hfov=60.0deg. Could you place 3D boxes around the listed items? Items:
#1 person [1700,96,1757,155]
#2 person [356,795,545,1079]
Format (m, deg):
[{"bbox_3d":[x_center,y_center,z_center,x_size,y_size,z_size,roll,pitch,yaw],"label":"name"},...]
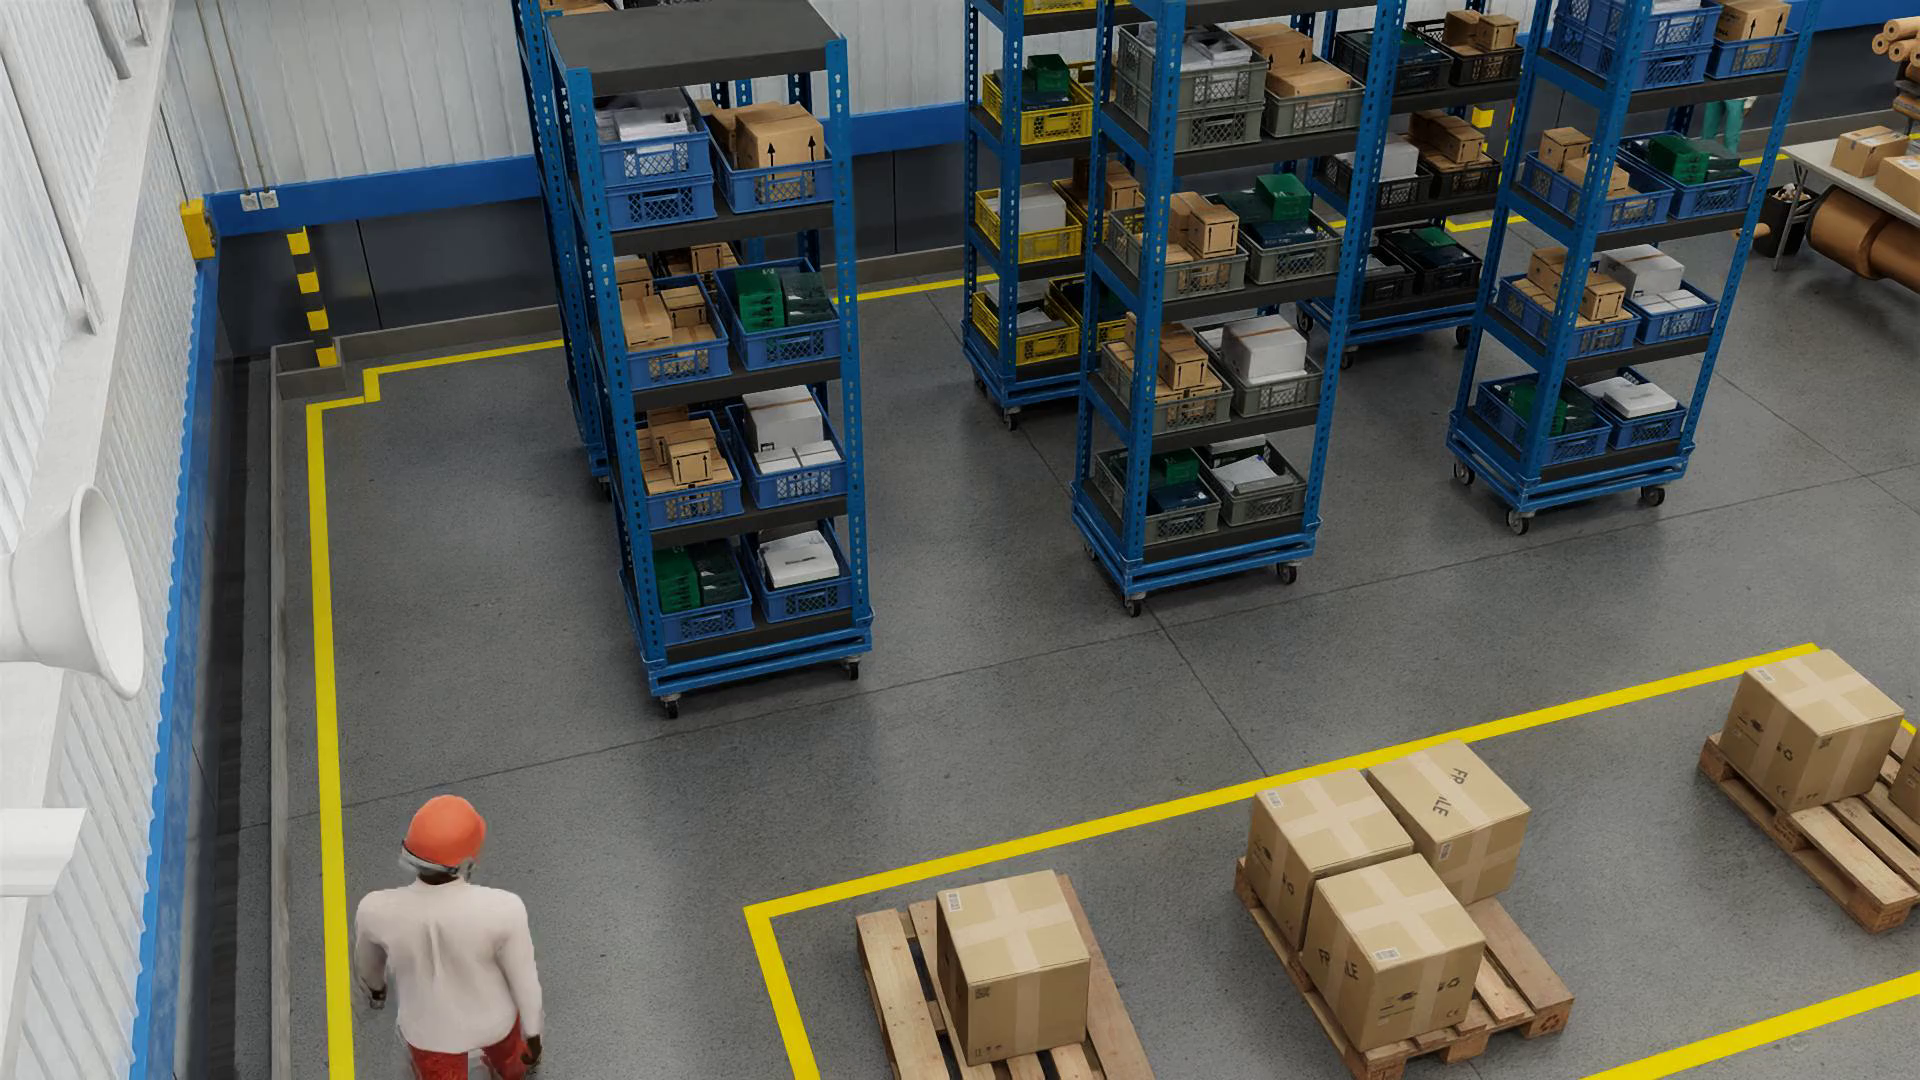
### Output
[{"bbox_3d":[6.523,-3.781,14.124,0.323,1.760,0.523,-18,39,-23],"label":"person"},{"bbox_3d":[-1.876,1.685,6.214,0.664,1.939,1.023,-6,36,-9],"label":"person"}]
